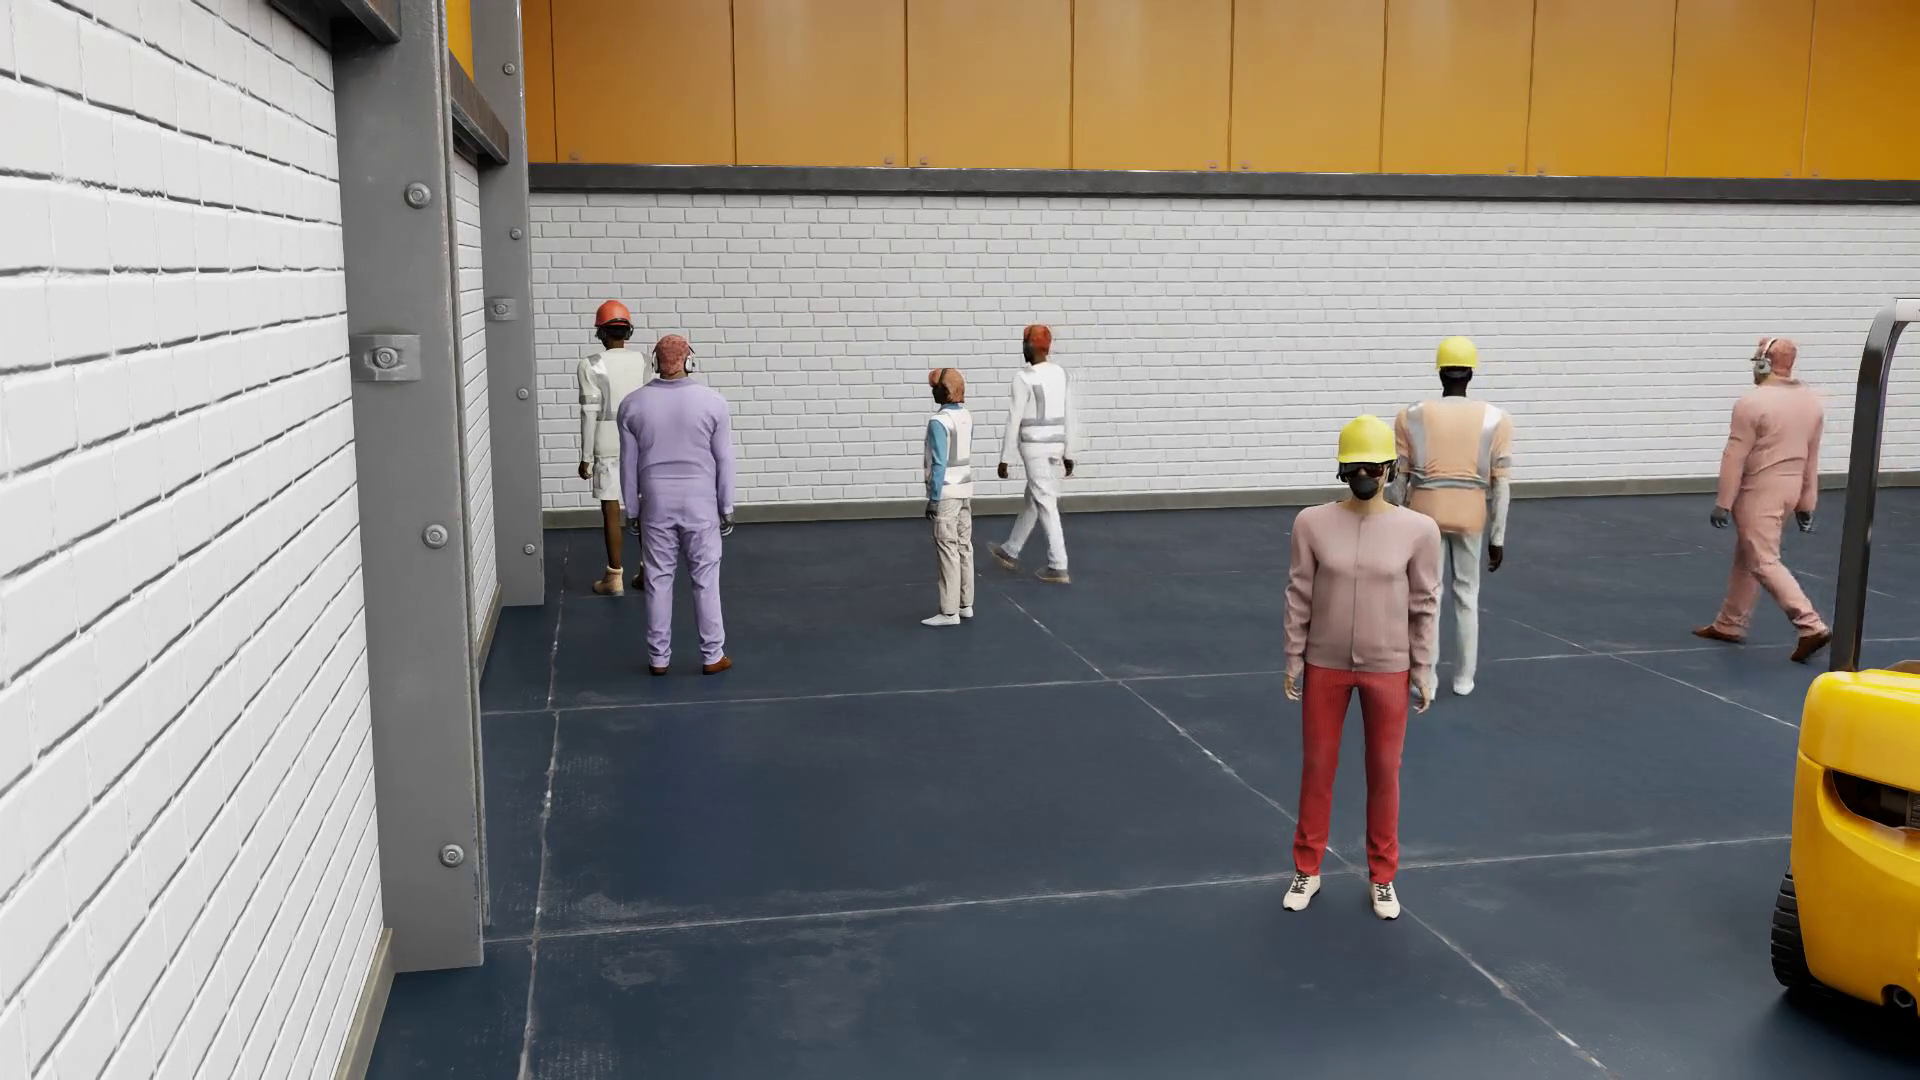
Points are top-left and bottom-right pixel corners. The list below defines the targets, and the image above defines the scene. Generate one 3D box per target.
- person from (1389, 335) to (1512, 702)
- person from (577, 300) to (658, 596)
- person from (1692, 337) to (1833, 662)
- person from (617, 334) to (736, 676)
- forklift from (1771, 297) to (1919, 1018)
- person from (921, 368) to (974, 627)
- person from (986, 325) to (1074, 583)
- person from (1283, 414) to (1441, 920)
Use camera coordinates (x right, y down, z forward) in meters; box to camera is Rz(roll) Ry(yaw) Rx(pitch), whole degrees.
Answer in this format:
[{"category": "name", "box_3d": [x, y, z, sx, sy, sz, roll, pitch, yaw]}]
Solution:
[{"category": "person", "box_3d": [2.551, -0.110, 8.735, 0.609, 1.924, 0.416, 2, 9, 11]}, {"category": "person", "box_3d": [-2.379, -0.635, 11.543, 0.615, 2.040, 0.391, -8, 12, -40]}, {"category": "person", "box_3d": [4.752, -0.247, 9.718, 0.641, 1.875, 0.946, -5, 11, -29]}, {"category": "person", "box_3d": [-1.557, -0.187, 9.245, 0.639, 1.903, 0.407, 0, 9, 0]}, {"category": "forklift", "box_3d": [3.542, 0.334, 5.177, 2.313, 2.155, 1.214, -9, 13, -43]}, {"category": "person", "box_3d": [-0.070, -0.269, 10.538, 0.307, 1.639, 0.525, 4, 10, 23]}, {"category": "person", "box_3d": [0.475, -0.635, 12.136, 0.924, 1.841, 0.606, 8, 12, 41]}, {"category": "person", "box_3d": [1.388, 0.445, 5.800, 0.524, 1.770, 0.315, 3, 10, 16]}]
